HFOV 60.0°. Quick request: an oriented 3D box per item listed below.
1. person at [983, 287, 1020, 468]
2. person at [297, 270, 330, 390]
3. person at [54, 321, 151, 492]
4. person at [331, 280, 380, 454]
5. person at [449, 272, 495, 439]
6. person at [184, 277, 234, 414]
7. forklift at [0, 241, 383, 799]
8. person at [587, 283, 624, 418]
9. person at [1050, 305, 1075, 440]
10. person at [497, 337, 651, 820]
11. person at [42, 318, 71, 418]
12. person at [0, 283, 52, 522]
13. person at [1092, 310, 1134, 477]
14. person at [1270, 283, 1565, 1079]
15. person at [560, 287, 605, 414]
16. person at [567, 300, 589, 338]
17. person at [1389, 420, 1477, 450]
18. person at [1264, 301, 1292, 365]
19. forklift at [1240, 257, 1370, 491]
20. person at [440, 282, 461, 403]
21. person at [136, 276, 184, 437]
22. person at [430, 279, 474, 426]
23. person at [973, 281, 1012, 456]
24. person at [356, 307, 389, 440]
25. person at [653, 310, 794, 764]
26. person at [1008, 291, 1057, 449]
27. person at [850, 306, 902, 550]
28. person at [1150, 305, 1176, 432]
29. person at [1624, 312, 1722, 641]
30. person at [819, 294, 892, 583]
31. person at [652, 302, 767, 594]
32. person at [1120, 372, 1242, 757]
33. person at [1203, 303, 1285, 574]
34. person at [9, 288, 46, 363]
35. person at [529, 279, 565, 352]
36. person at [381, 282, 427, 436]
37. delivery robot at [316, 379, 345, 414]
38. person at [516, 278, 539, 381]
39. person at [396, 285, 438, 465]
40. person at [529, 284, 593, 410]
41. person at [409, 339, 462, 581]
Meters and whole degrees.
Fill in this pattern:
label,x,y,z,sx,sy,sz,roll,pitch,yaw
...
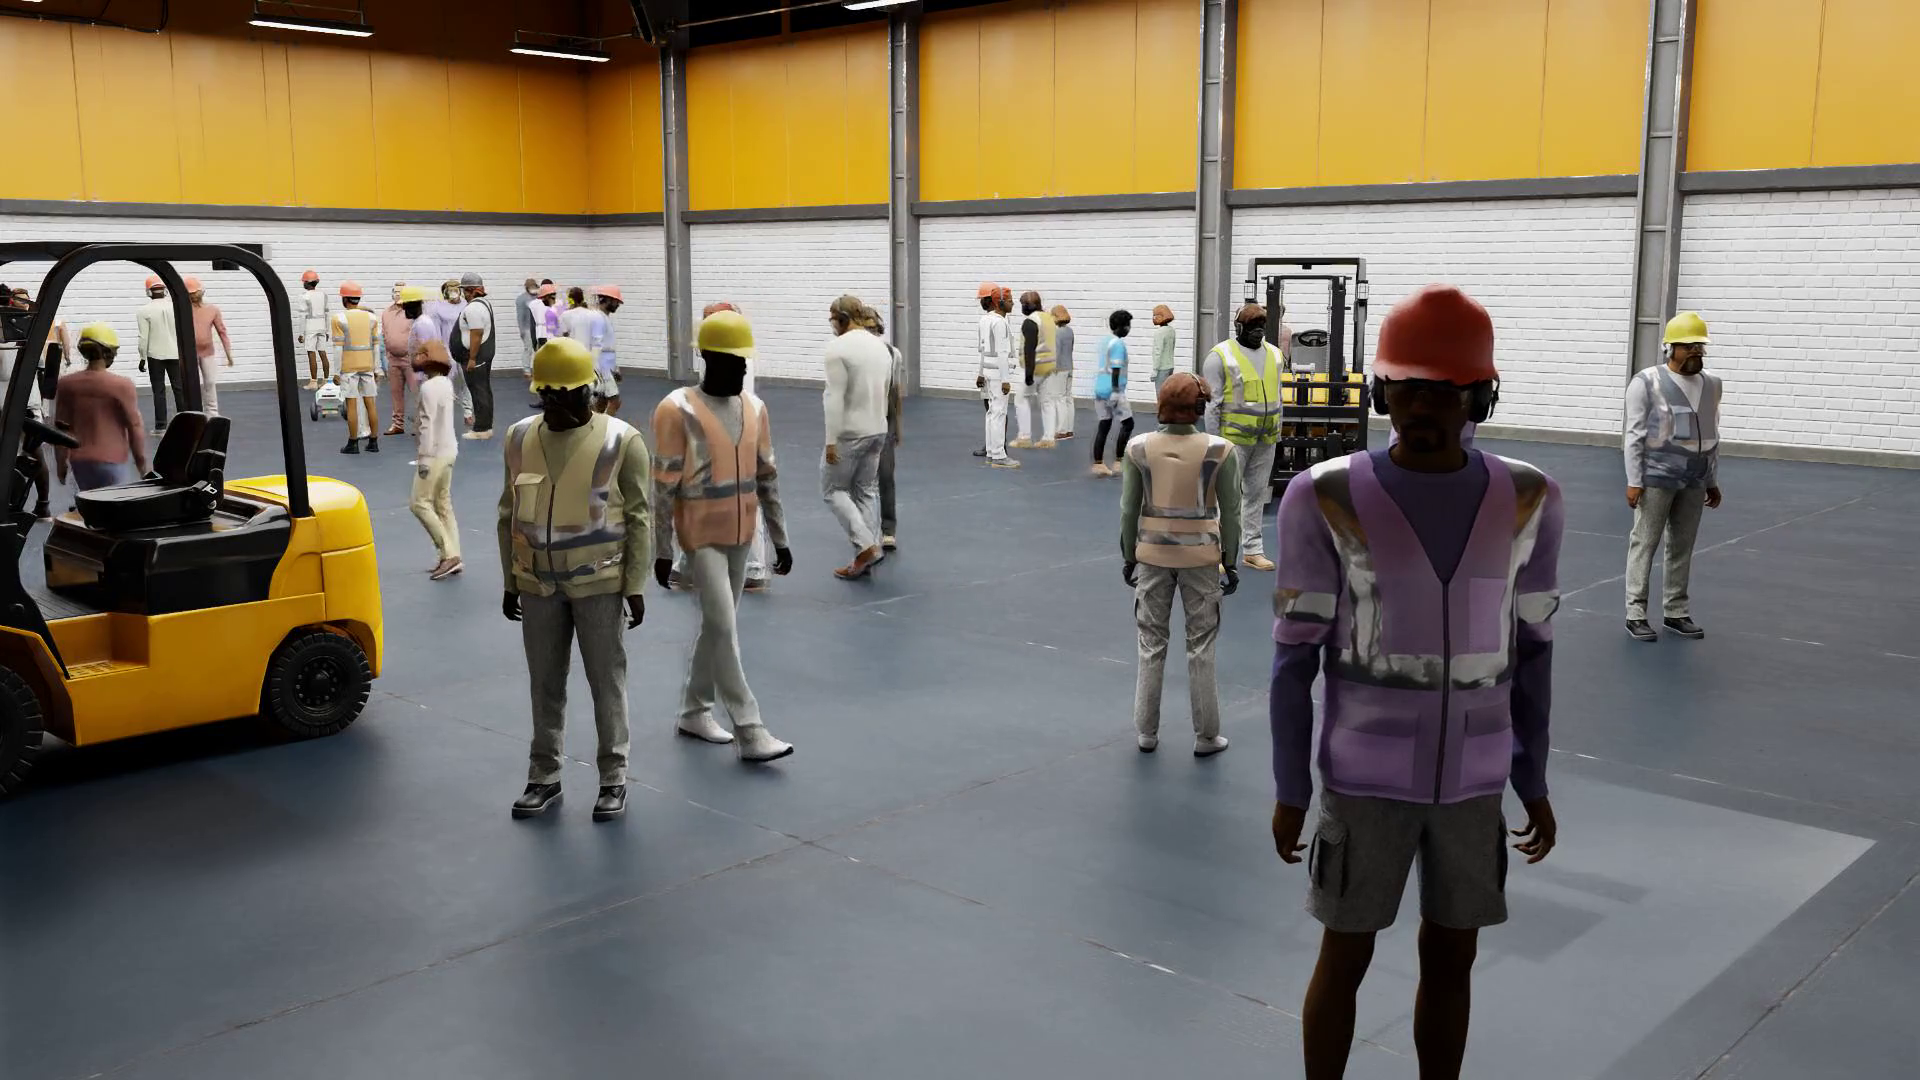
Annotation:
label,x,y,z,sx,sy,sz,roll,pitch,yaw
person,0.425,-1.697,17.406,0.356,1.883,0.573,-2,9,-10
person,-11.058,-3.580,28.444,0.368,2.048,0.607,5,11,30
person,-5.327,-0.479,10.342,0.562,1.747,0.414,2,9,11
person,-6.788,-1.935,18.678,0.347,1.942,0.548,8,13,42
person,-5.956,-2.251,20.312,0.538,2.000,0.689,-1,9,-4
person,-9.801,-2.412,21.526,0.704,1.964,0.597,-7,12,-37
forklift,-3.706,-0.171,7.093,1.214,2.155,2.313,9,13,43
person,-3.940,-1.904,18.583,0.542,1.906,0.585,-1,9,-5
person,1.226,-2.032,20.215,0.285,1.632,0.499,5,11,29
person,-1.462,0.150,6.264,0.589,1.822,0.403,1,9,8
person,-12.658,-2.511,23.137,0.514,1.640,0.310,-3,10,-17
person,-7.637,-1.083,13.387,0.373,1.963,0.607,4,10,23
person,1.559,-1.443,16.484,0.565,1.659,0.599,-2,9,-10
person,0.963,0.490,3.506,0.616,2.040,0.372,-1,9,-4
person,-4.964,-2.407,21.902,0.561,1.837,0.387,-2,10,-14
person,-5.204,-2.503,22.765,0.289,1.746,0.486,6,11,34
person,2.400,-0.262,8.532,0.409,1.907,0.651,8,12,41
person,3.434,-1.761,18.183,0.338,1.757,0.529,7,12,38
forklift,3.309,-1.629,16.029,1.214,2.155,2.313,2,9,11
person,-7.906,-3.056,25.793,0.329,1.865,0.508,0,9,-1
person,-9.887,-2.274,20.625,0.393,1.985,0.611,8,12,39
person,-6.633,-2.458,21.903,0.635,1.935,0.349,-4,10,-25
person,0.343,-1.888,18.400,0.356,1.939,0.542,5,10,28
person,-7.164,-2.008,20.148,0.532,1.600,0.725,-8,12,-41
person,-0.957,-0.017,7.059,0.813,1.887,0.611,7,12,37
person,0.824,-1.946,19.135,0.689,1.807,0.668,5,11,28
person,-0.653,-0.815,12.242,0.537,1.791,0.906,-3,10,-15
person,2.498,-2.083,20.528,0.286,1.633,0.497,5,11,29
person,3.998,-0.352,9.302,0.586,1.835,0.403,-2,10,-13
person,-0.681,-0.661,10.981,0.472,1.906,0.670,7,11,35
person,-1.598,-0.583,10.646,0.873,1.851,0.615,4,10,25
person,0.936,0.107,7.091,0.521,1.636,0.311,3,10,20
person,1.958,-0.690,11.354,0.633,1.842,0.429,-4,10,-25
person,-11.236,-2.096,19.959,0.388,1.846,0.565,5,10,28
person,-6.552,-3.193,26.495,0.587,1.911,0.397,1,9,3
person,-6.936,-2.252,20.719,0.641,1.913,0.407,2,9,12
delivery robot,-8.661,-1.977,22.888,0.477,0.478,0.707,-3,10,-16
person,-7.896,-3.872,30.682,0.646,1.892,0.731,-9,13,-42
person,-5.654,-1.718,17.460,0.436,1.906,0.615,-3,10,-15
person,-5.798,-2.789,24.199,1.006,1.865,0.589,1,9,9
person,-3.506,-0.540,11.193,0.343,1.607,0.592,0,9,-1
